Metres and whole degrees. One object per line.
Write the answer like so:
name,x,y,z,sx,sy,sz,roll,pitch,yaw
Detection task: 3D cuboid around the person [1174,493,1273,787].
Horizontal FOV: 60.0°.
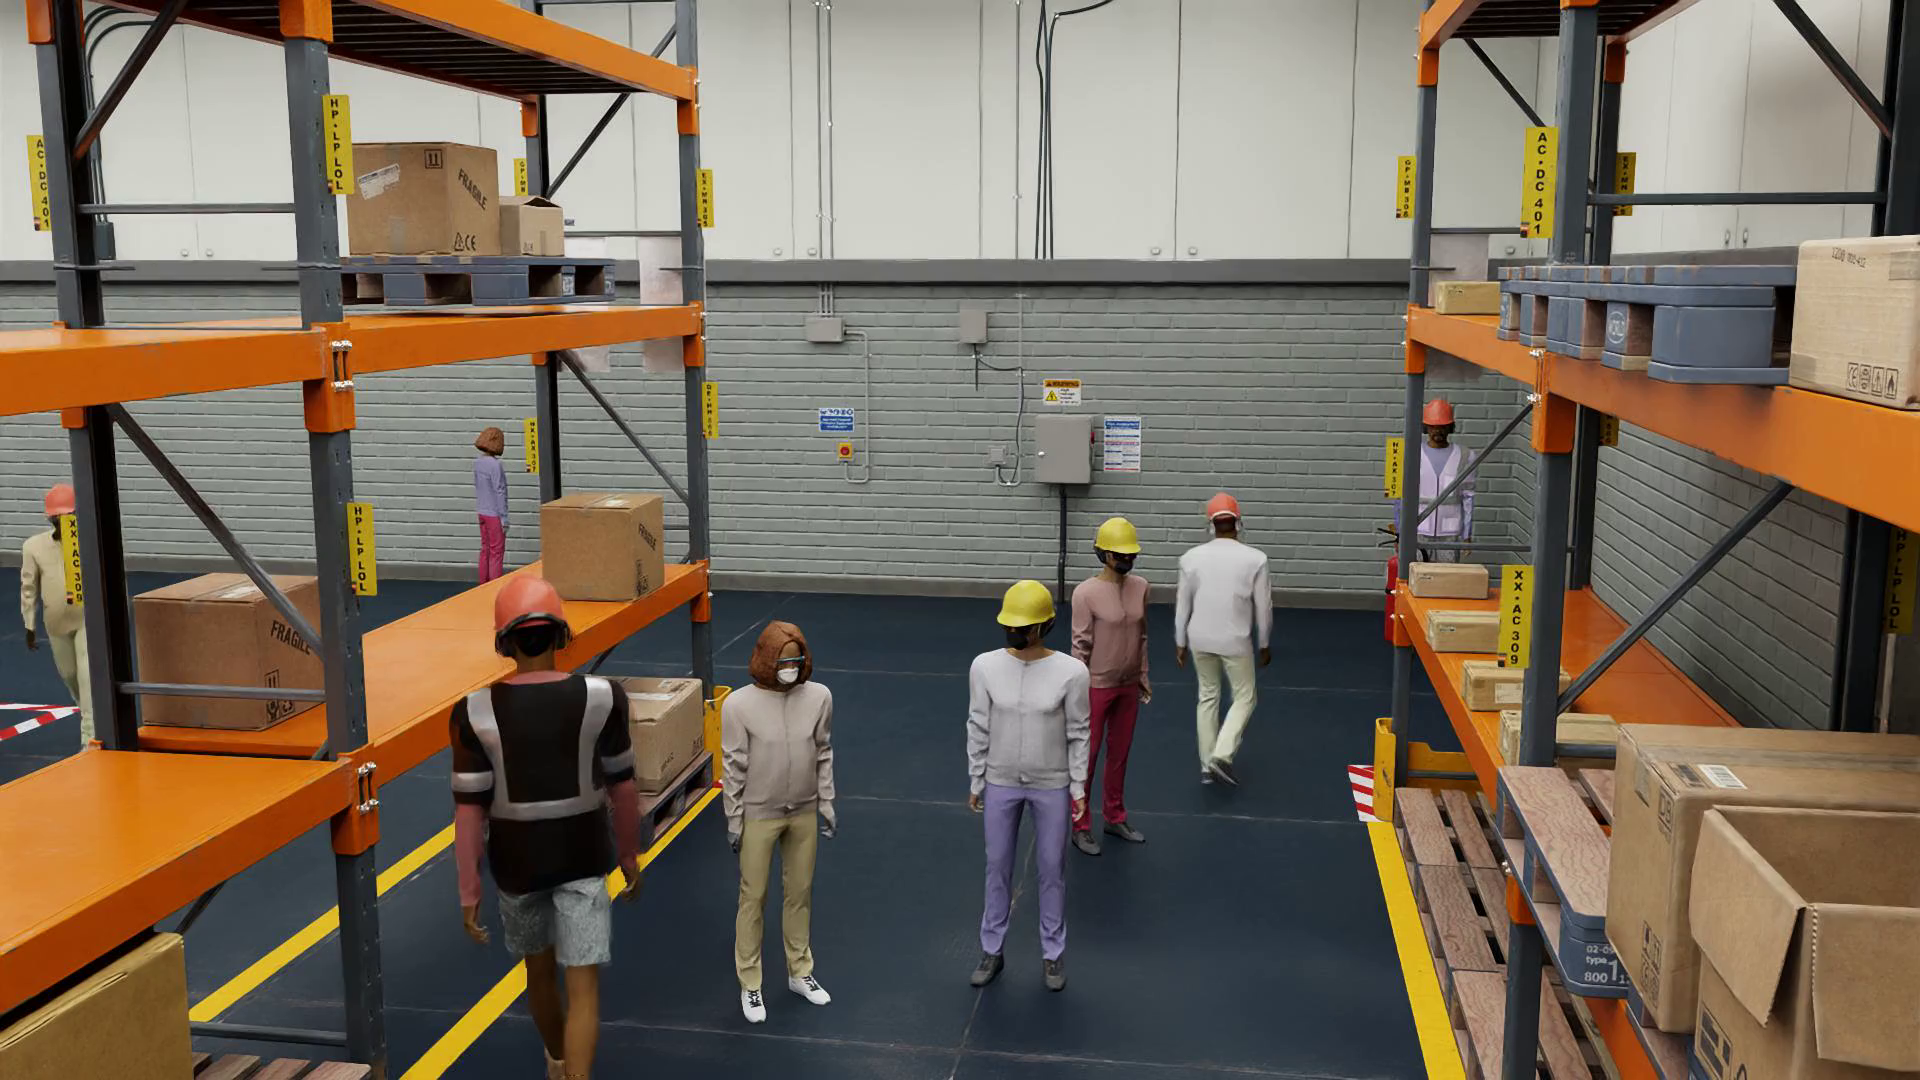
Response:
person,1.539,0.592,9.812,0.586,1.721,0.522,6,11,32

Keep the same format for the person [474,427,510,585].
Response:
person,-4.209,-0.206,15.019,0.289,1.633,0.497,-8,12,-39

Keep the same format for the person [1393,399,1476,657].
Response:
person,3.704,-0.083,13.002,0.615,2.043,0.373,1,9,9

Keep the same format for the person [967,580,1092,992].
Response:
person,0.286,1.030,6.999,0.526,1.765,0.329,2,9,11

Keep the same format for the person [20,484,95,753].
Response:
person,-5.606,0.478,10.557,0.577,1.720,0.841,-2,9,-12

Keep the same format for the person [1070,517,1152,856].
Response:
person,0.803,0.754,8.691,0.531,1.767,0.328,-7,12,-37

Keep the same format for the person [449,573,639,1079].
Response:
person,-1.413,1.121,5.716,0.619,2.008,0.998,-2,9,-13

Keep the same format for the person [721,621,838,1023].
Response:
person,-0.733,1.128,6.792,0.497,1.633,0.289,-6,11,-32
